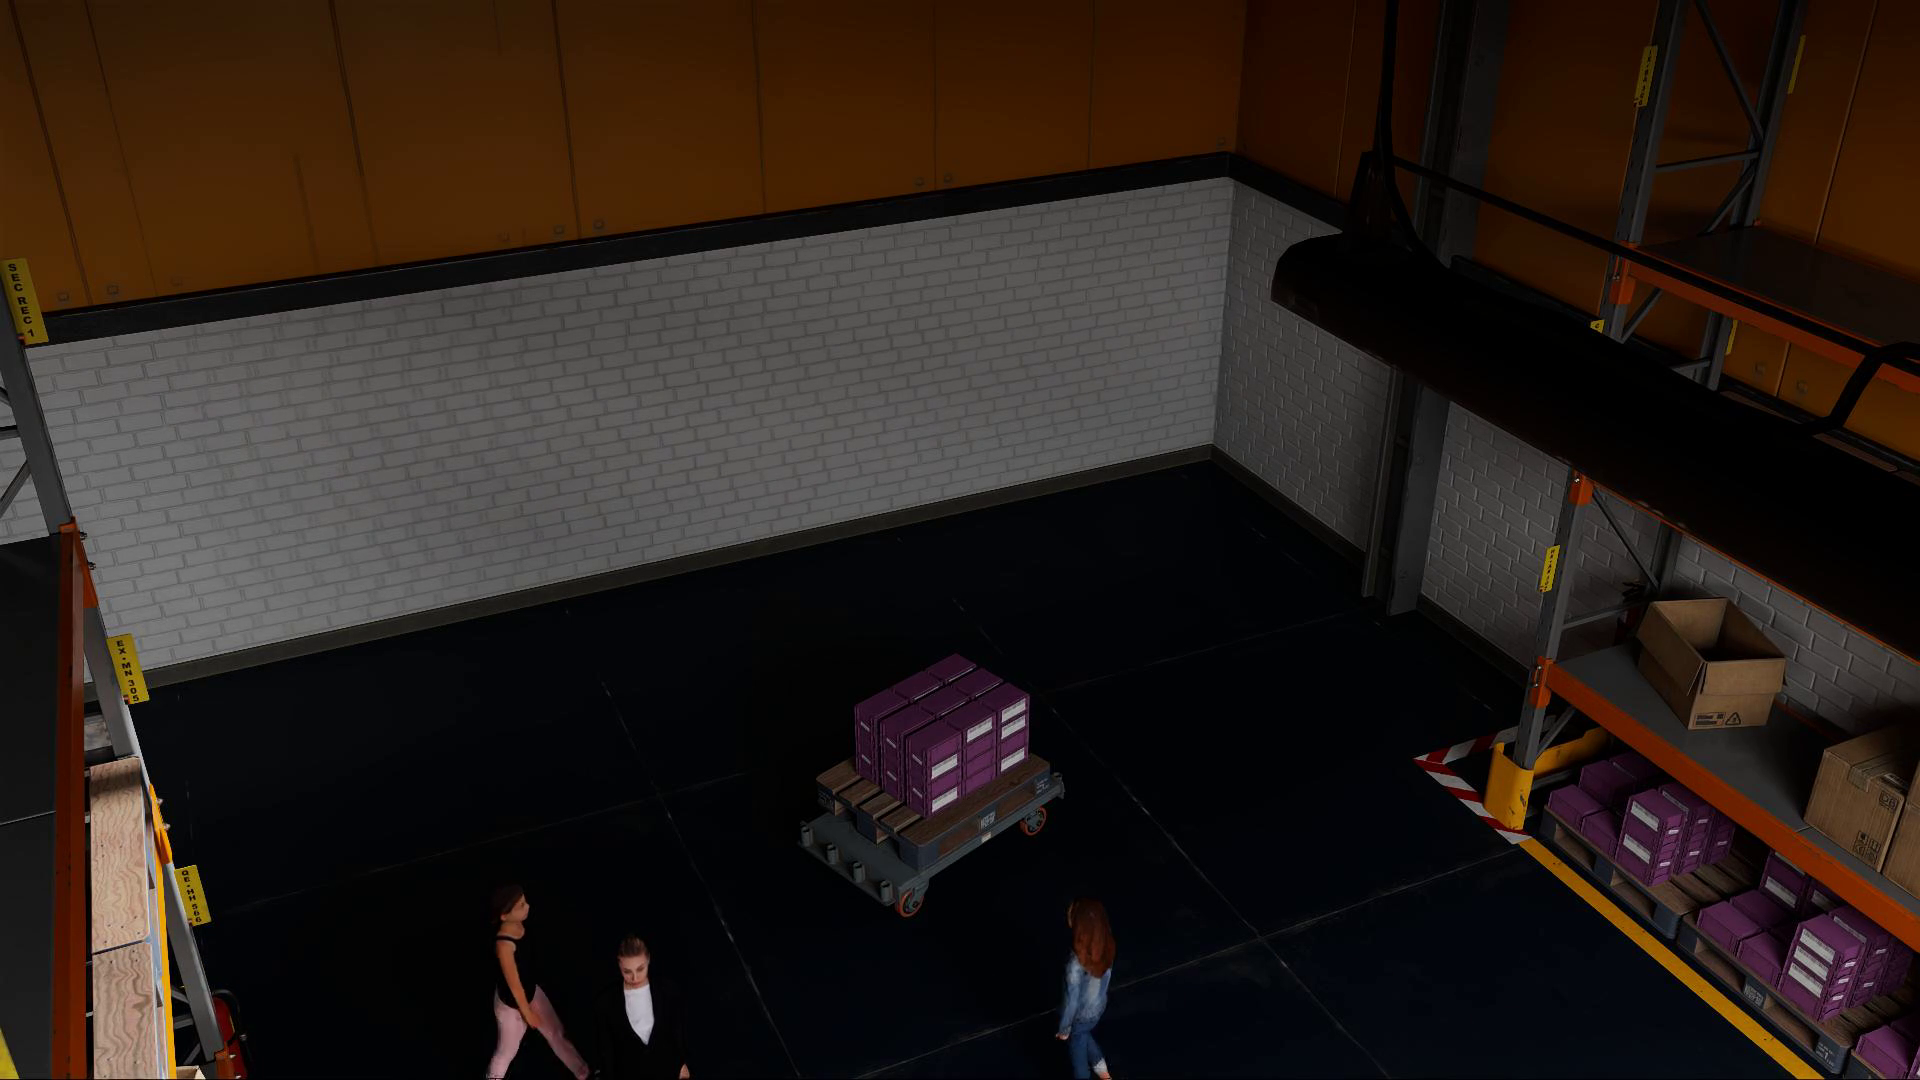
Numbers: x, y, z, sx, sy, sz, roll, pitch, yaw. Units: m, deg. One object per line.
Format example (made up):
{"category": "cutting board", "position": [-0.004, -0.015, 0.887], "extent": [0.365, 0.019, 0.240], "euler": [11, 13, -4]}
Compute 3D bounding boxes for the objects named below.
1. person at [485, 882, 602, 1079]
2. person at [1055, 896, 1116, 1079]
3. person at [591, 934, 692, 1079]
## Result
{"category": "person", "position": [-2.412, 2.458, 8.837], "extent": [0.854, 1.523, 1.017], "euler": [-1, 29, -2]}
{"category": "person", "position": [0.719, 2.492, 8.829], "extent": [0.767, 1.471, 0.716], "euler": [15, 32, 25]}
{"category": "person", "position": [-1.562, 2.649, 8.296], "extent": [0.624, 1.707, 0.545], "euler": [-11, 30, -19]}
